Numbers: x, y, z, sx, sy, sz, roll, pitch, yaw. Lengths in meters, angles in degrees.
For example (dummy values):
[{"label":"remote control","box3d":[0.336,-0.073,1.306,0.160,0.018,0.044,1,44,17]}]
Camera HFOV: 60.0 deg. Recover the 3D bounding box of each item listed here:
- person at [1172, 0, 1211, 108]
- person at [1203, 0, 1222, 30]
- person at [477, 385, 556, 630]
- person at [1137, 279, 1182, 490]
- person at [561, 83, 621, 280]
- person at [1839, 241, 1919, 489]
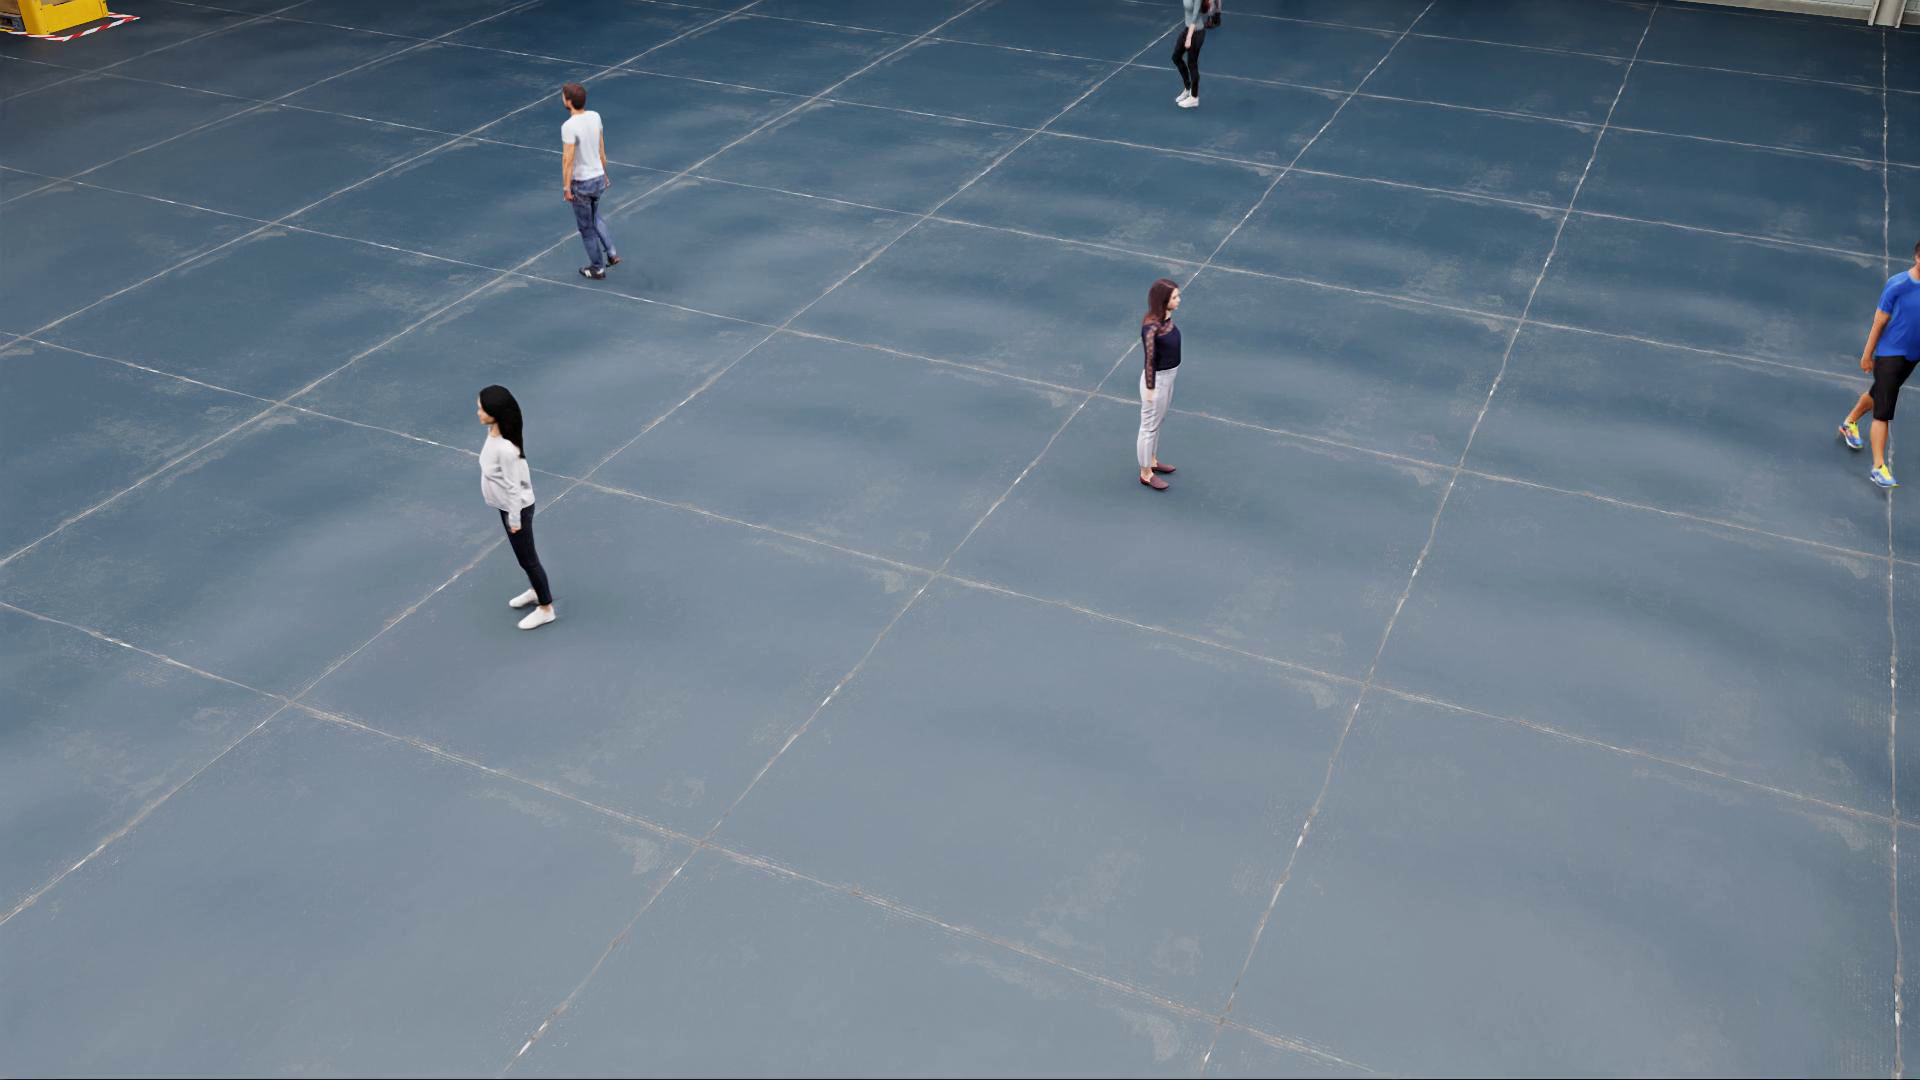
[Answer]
[{"label":"person","box3d":[2.856,-6.010,19.795,0.753,1.730,0.716,-3,32,-5]},{"label":"person","box3d":[3.521,-7.741,22.965,0.528,1.275,0.518,21,38,30]},{"label":"person","box3d":[-2.845,-0.229,10.661,0.750,1.699,0.670,-14,35,-21]},{"label":"person","box3d":[1.469,-1.157,12.215,0.566,1.609,0.616,10,34,16]},{"label":"person","box3d":[-3.375,-3.286,15.361,0.695,1.853,0.679,18,36,26]},{"label":"person","box3d":[6.949,-1.403,12.410,1.240,1.817,1.094,-2,32,-3]}]
